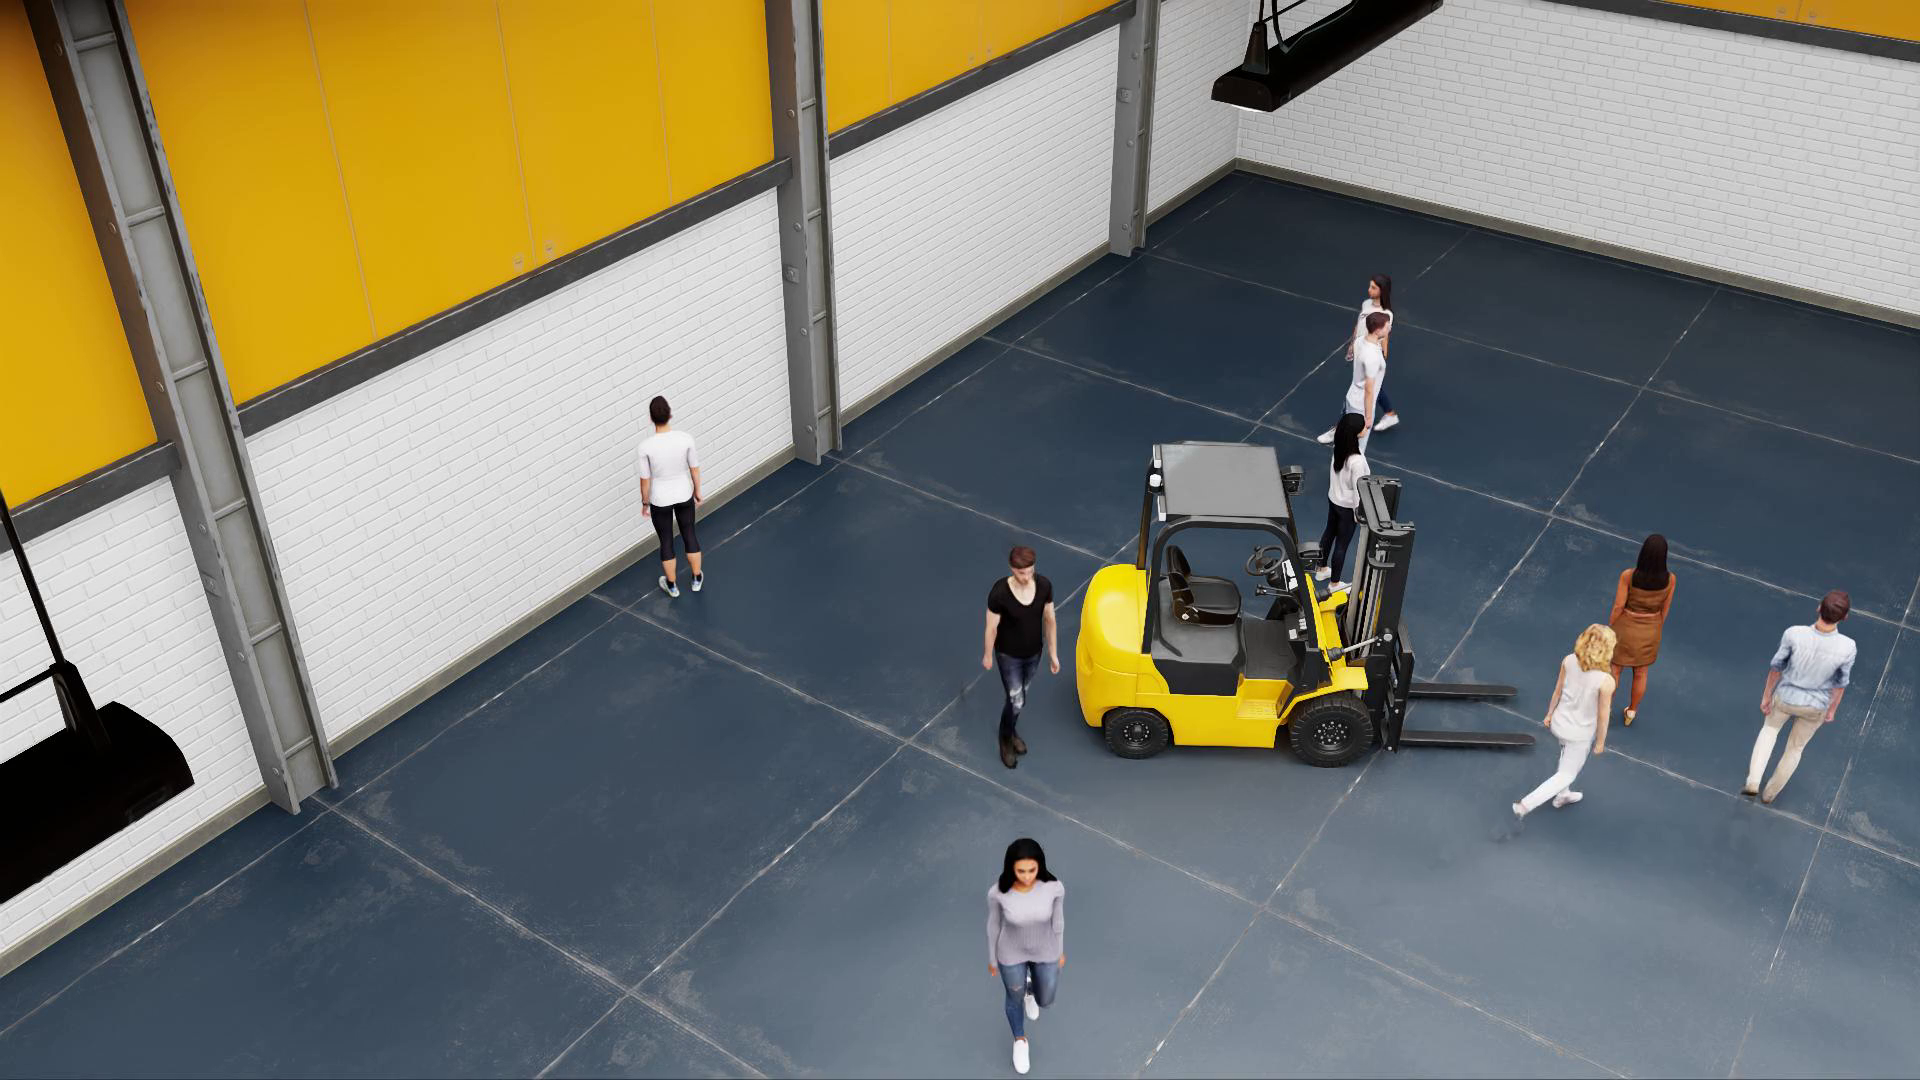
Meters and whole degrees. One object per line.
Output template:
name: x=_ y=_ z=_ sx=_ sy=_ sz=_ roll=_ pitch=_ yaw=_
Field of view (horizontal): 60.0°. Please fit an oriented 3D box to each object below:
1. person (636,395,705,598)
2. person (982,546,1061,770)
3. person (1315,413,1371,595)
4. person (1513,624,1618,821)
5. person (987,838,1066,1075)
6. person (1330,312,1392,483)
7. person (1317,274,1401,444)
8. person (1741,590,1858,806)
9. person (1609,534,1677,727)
person: x=-2.417 y=-0.359 z=13.925 sx=0.687 sy=1.850 sz=0.815 roll=-13 pitch=36 yaw=-19
person: x=0.393 y=0.763 z=12.216 sx=0.782 sy=1.874 sz=0.854 roll=-15 pitch=36 yaw=-21
person: x=3.231 y=-0.326 z=14.011 sx=0.753 sy=1.701 sz=0.712 roll=-9 pitch=35 yaw=-13
person: x=4.221 y=1.316 z=11.591 sx=1.082 sy=1.644 sz=0.899 roll=-18 pitch=38 yaw=-25
person: x=0.388 y=2.387 z=9.904 sx=0.855 sy=1.728 sz=0.929 roll=-2 pitch=34 yaw=-3
person: x=3.671 y=-1.247 z=15.261 sx=0.776 sy=1.850 sz=0.687 roll=-2 pitch=34 yaw=-3
person: x=4.039 y=-1.749 z=16.124 sx=1.201 sy=1.731 sz=1.066 roll=-10 pitch=35 yaw=-14
person: x=5.865 y=1.170 z=11.638 sx=0.642 sy=1.835 sz=0.750 roll=21 pitch=39 yaw=29
person: x=5.067 y=0.697 z=12.486 sx=0.638 sy=1.684 sz=0.650 roll=4 pitch=34 yaw=5
